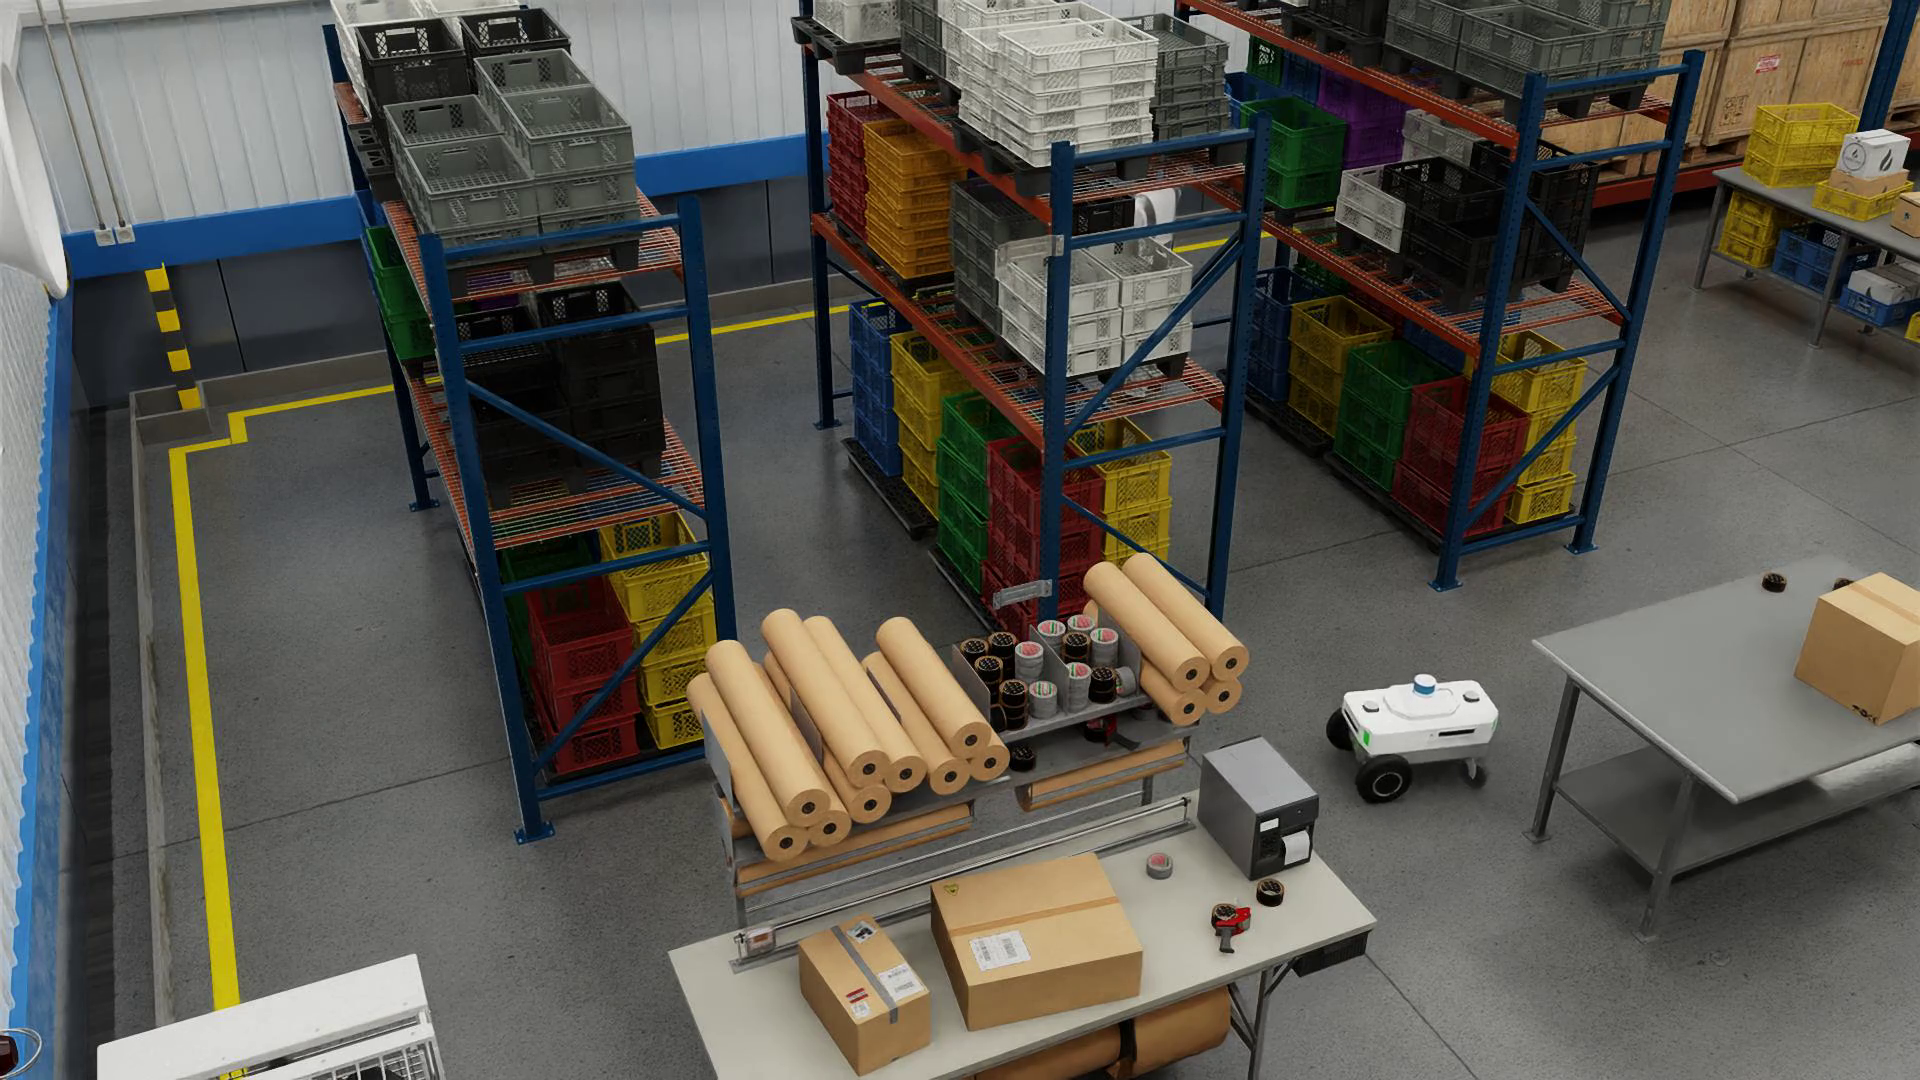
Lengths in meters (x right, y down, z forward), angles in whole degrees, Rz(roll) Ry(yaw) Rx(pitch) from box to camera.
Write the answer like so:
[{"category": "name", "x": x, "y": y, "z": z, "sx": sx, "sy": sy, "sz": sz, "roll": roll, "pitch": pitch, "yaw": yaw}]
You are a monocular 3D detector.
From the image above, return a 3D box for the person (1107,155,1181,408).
[{"category": "person", "x": 1.251, "y": -1.795, "z": 11.329, "sx": 0.355, "sy": 1.887, "sz": 0.573, "roll": 20, "pitch": 37, "yaw": 30}]

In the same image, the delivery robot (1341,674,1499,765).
[{"category": "delivery robot", "x": 2.251, "y": 0.879, "z": 8.161, "sx": 0.707, "sy": 0.478, "sz": 0.477, "roll": -5, "pitch": 32, "yaw": -8}]
